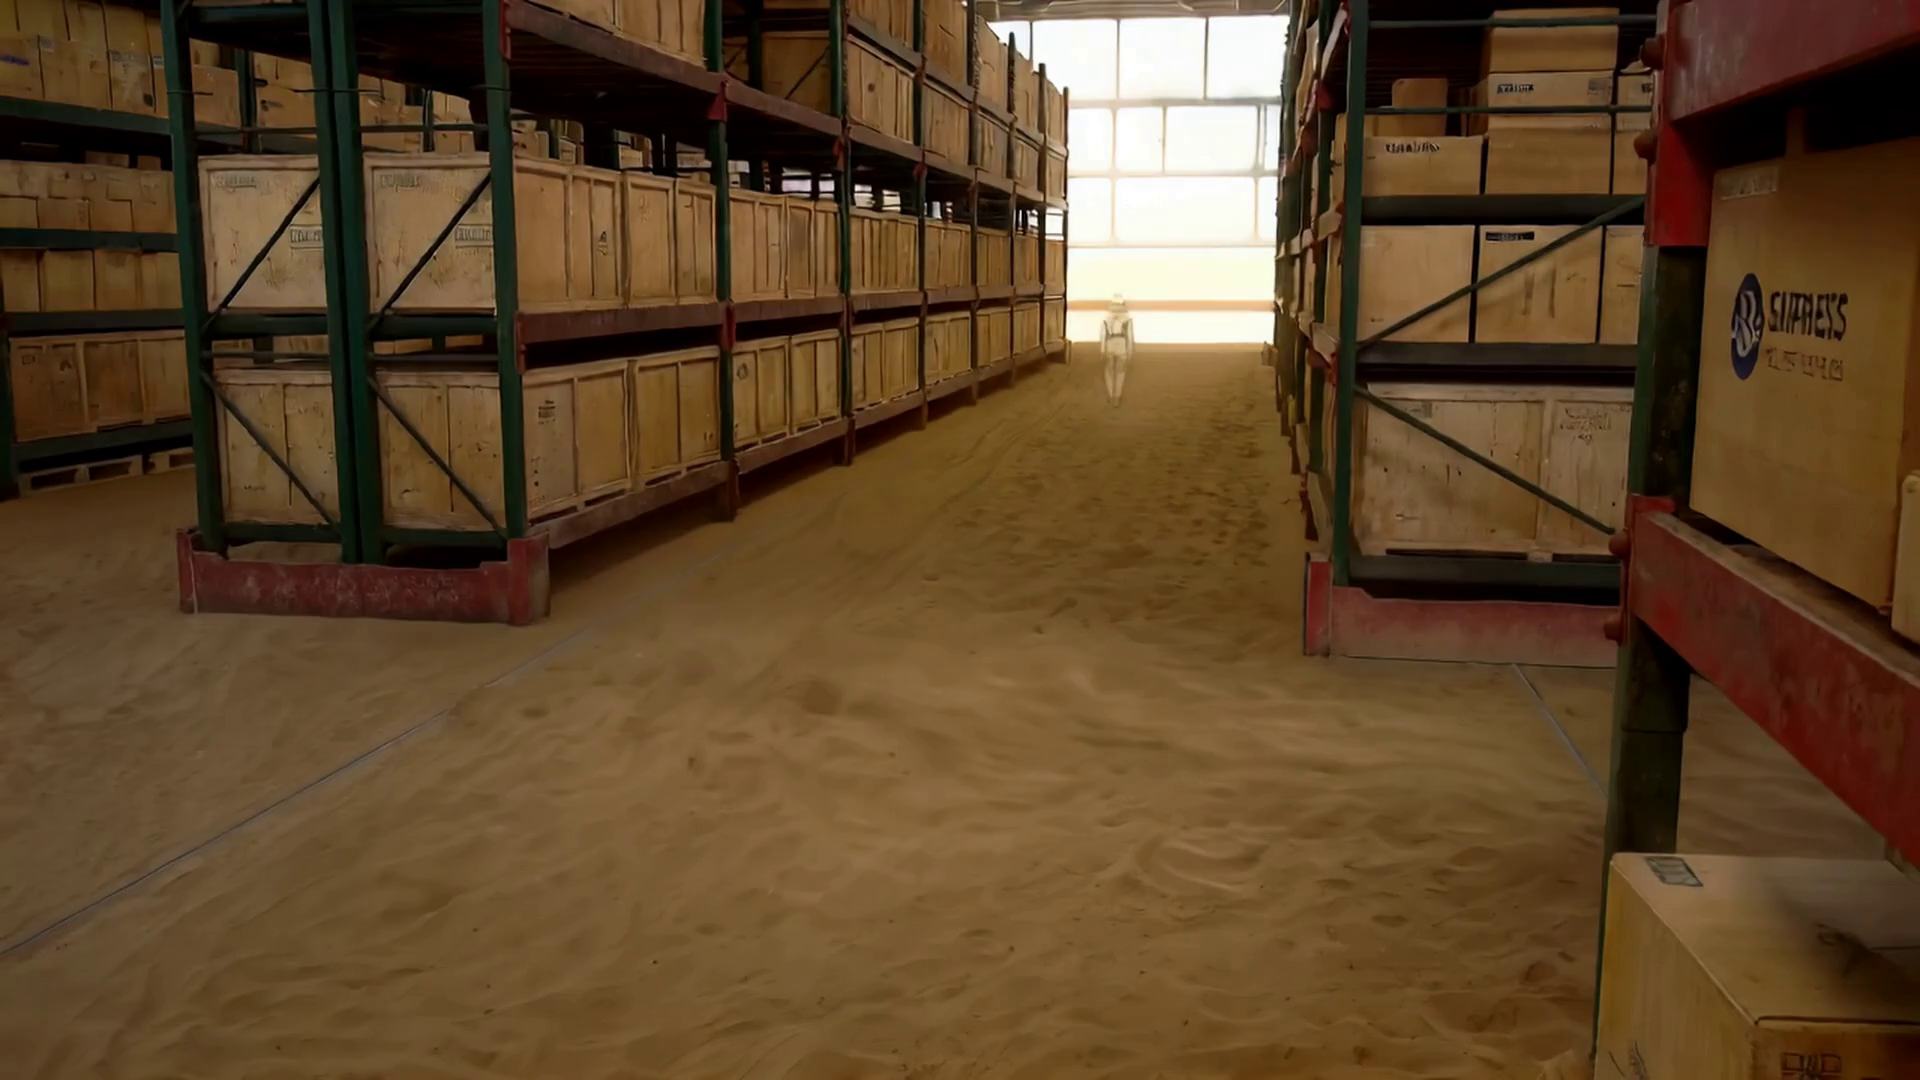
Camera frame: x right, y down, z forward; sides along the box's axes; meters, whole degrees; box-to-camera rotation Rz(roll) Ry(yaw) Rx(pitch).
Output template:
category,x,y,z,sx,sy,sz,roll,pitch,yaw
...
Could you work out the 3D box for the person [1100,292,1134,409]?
category,x,y,z,sx,sy,sz,roll,pitch,yaw
person,2.332,-2.804,24.650,0.498,1.716,0.667,1,9,5
